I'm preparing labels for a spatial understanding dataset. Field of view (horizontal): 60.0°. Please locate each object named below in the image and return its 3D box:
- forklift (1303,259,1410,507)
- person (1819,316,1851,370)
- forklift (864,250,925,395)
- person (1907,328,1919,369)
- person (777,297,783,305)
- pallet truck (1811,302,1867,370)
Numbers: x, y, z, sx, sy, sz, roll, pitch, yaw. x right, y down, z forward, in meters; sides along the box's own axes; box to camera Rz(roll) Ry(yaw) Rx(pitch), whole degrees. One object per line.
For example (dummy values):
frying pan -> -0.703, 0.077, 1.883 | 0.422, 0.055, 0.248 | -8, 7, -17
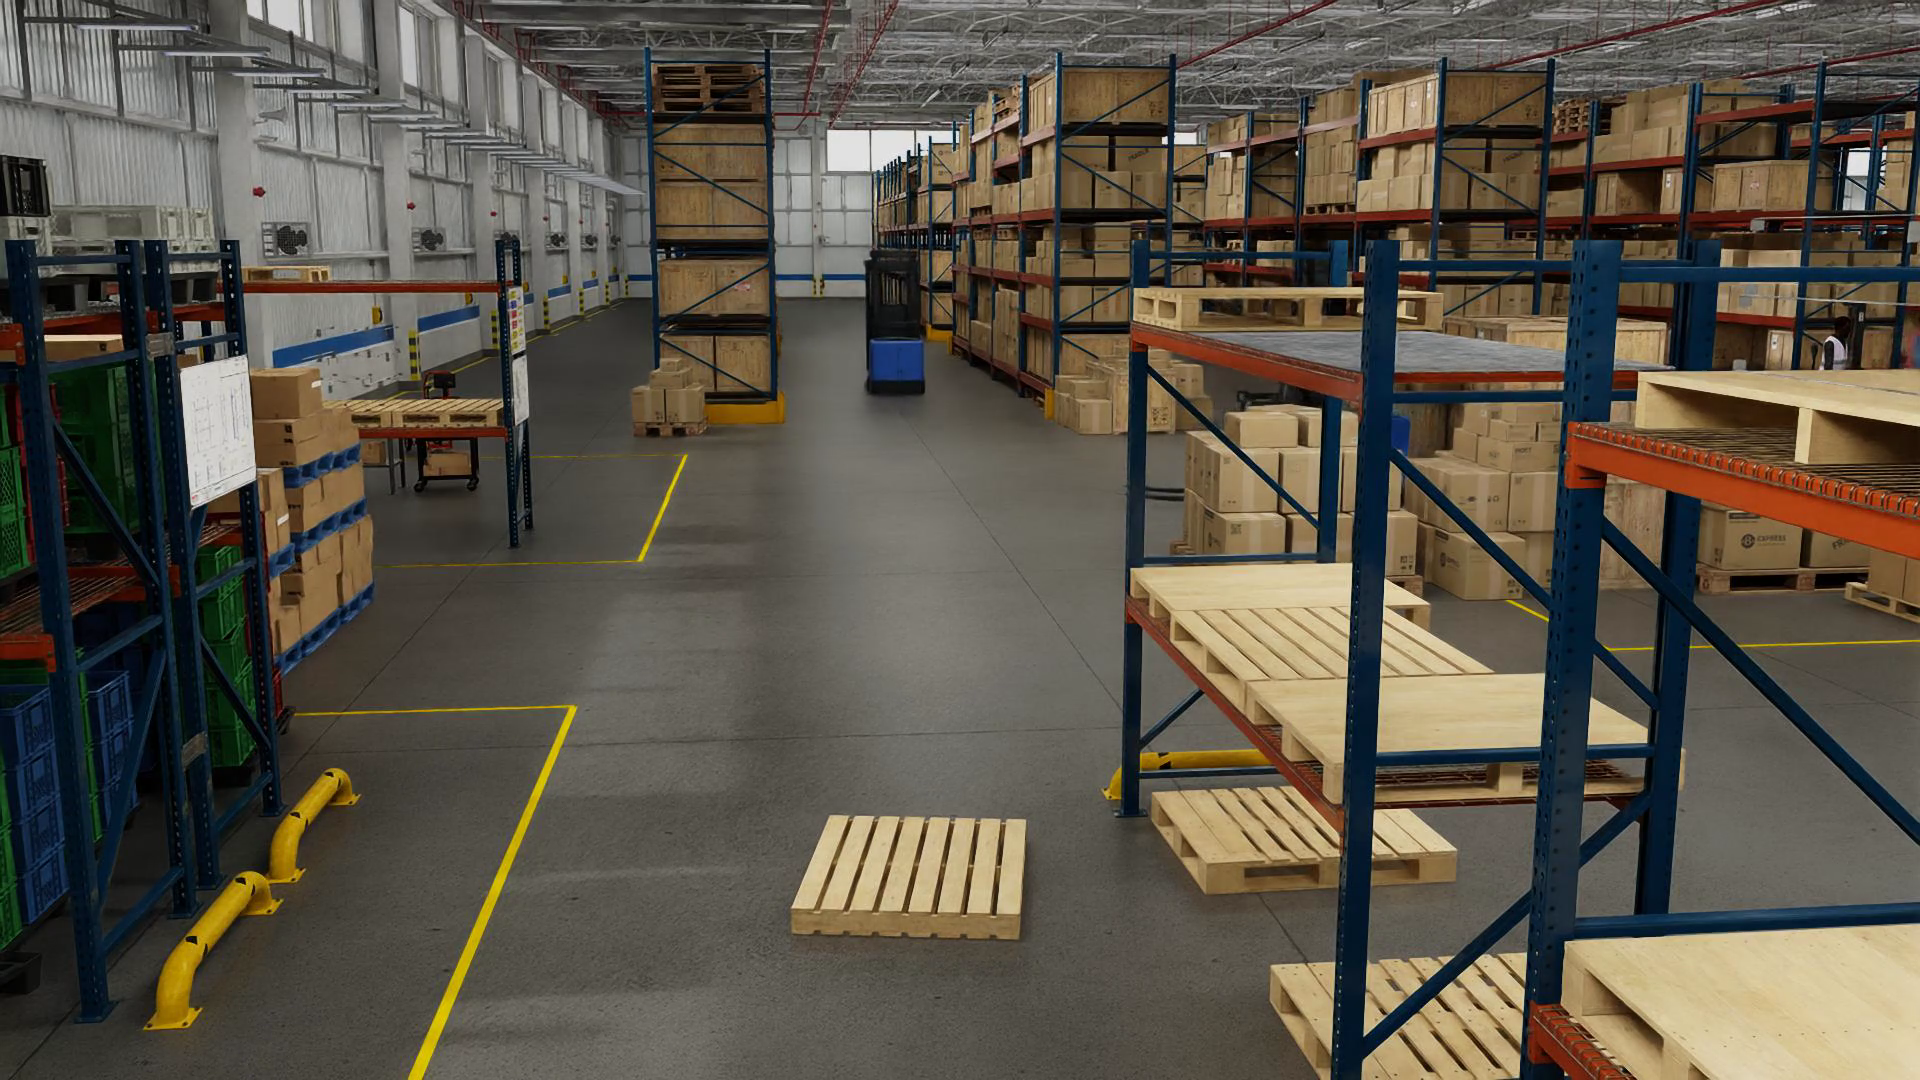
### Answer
forklift -> 4.107, -1.789, 18.844 | 1.873, 2.768, 1.129 | 1, 10, 5
person -> 13.029, -2.382, 24.832 | 0.587, 1.911, 0.397 | -10, 14, -43
forklift -> -1.299, -4.336, 32.959 | 1.129, 2.768, 1.873 | -1, 10, -6
person -> 16.127, -2.839, 27.664 | 0.960, 1.794, 0.636 | 4, 11, 21
person -> -8.804, -11.876, 78.044 | 0.904, 1.691, 0.497 | -3, 11, -19
pallet truck -> 15.846, -3.142, 28.793 | 1.885, 1.965, 0.823 | 2, 10, 12
